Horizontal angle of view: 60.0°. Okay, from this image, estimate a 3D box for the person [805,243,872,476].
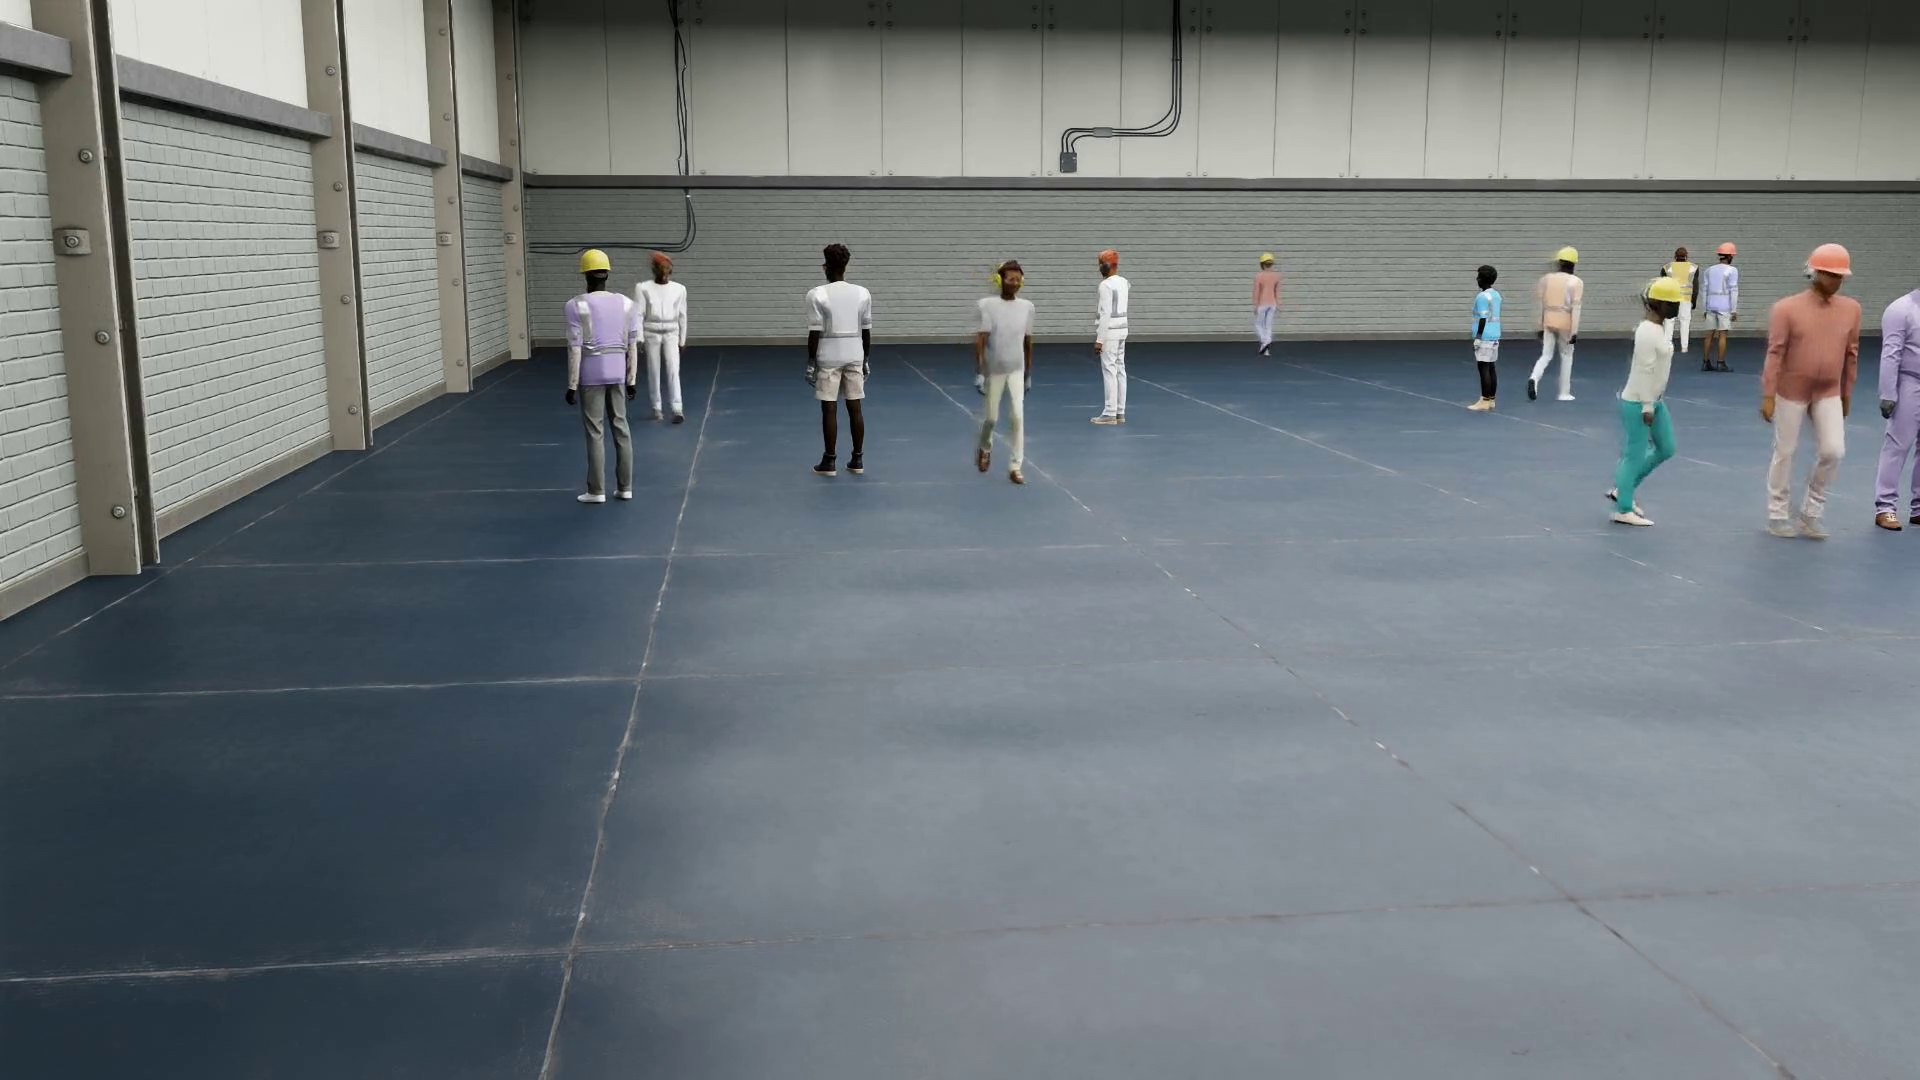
[{"bbox_3d":[-1.036,-1.529,14.159,0.610,1.964,0.364,-6,12,-30],"label":"person"}]

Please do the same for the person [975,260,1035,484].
[{"bbox_3d":[0.353,-1.412,13.873,0.526,1.844,0.797,-2,11,-11],"label":"person"}]

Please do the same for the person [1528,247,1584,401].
[{"bbox_3d":[7.311,-2.637,20.393,0.758,1.907,0.587,-9,14,-41],"label":"person"}]

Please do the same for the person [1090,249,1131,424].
[{"bbox_3d":[1.631,-2.193,18.018,0.354,1.887,0.573,6,12,30],"label":"person"}]

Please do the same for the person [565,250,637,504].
[{"bbox_3d":[-2.738,-1.236,12.662,0.595,1.924,0.375,-9,14,-41],"label":"person"}]

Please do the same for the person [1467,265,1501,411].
[{"bbox_3d":[6.115,-2.345,19.373,0.317,1.695,0.540,7,13,35],"label":"person"}]

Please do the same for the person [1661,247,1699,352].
[{"bbox_3d":[12.608,-4.210,29.202,0.634,1.840,0.429,3,11,17],"label":"person"}]

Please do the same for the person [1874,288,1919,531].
[{"bbox_3d":[6.679,-1.013,11.494,0.652,1.906,0.402,-2,10,-9],"label":"person"}]

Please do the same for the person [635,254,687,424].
[{"bbox_3d":[-3.250,-2.183,18.136,0.582,1.830,1.000,-3,11,-16],"label":"person"}]

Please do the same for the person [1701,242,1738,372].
[{"bbox_3d":[11.425,-3.484,24.956,0.373,1.935,0.552,-6,12,-28],"label":"person"}]

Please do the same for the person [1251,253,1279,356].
[{"bbox_3d":[5.170,-3.975,28.151,0.531,1.754,0.406,-4,11,-21],"label":"person"}]

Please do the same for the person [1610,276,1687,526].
[{"bbox_3d":[4.834,-0.962,11.644,0.396,1.749,0.544,8,13,37],"label":"person"}]

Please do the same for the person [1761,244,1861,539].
[{"bbox_3d":[5.667,-0.974,11.078,0.659,1.970,0.586,1,10,4],"label":"person"}]
